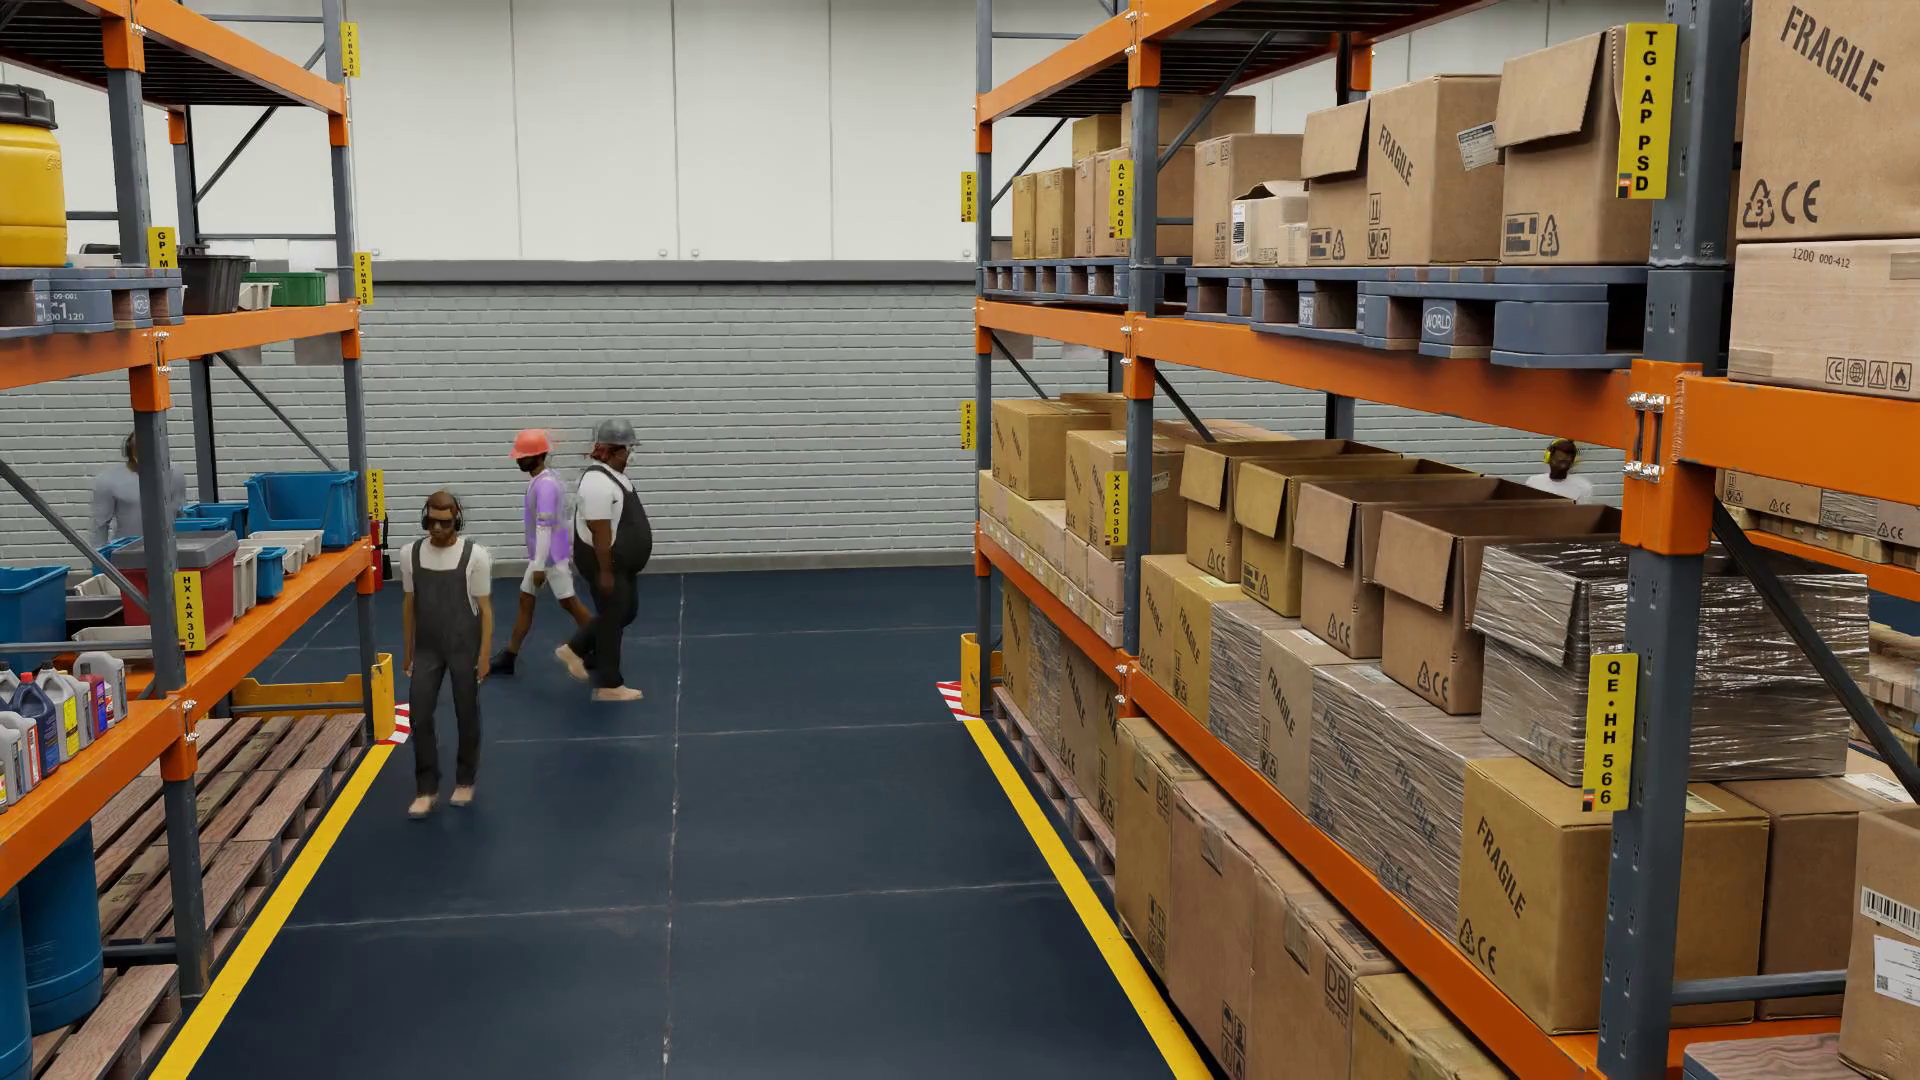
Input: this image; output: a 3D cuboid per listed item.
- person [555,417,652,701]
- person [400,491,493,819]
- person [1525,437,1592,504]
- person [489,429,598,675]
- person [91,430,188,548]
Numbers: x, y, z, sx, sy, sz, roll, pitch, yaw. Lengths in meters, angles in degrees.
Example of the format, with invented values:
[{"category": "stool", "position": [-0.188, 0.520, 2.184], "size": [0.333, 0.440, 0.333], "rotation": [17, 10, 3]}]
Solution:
[{"category": "person", "position": [-2.513, 0.120, 11.759], "size": [0.672, 2.000, 0.684], "rotation": [0, 9, 1]}, {"category": "person", "position": [-2.879, 0.640, 9.227], "size": [0.545, 1.817, 0.708], "rotation": [0, 9, 0]}, {"category": "person", "position": [4.483, 0.104, 12.535], "size": [0.584, 1.828, 0.831], "rotation": [7, 11, 35]}, {"category": "person", "position": [-3.091, 0.097, 12.418], "size": [1.028, 1.876, 0.558], "rotation": [-3, 10, -20]}, {"category": "person", "position": [-6.006, 0.110, 12.286], "size": [0.719, 1.875, 0.957], "rotation": [-7, 12, -38]}]
